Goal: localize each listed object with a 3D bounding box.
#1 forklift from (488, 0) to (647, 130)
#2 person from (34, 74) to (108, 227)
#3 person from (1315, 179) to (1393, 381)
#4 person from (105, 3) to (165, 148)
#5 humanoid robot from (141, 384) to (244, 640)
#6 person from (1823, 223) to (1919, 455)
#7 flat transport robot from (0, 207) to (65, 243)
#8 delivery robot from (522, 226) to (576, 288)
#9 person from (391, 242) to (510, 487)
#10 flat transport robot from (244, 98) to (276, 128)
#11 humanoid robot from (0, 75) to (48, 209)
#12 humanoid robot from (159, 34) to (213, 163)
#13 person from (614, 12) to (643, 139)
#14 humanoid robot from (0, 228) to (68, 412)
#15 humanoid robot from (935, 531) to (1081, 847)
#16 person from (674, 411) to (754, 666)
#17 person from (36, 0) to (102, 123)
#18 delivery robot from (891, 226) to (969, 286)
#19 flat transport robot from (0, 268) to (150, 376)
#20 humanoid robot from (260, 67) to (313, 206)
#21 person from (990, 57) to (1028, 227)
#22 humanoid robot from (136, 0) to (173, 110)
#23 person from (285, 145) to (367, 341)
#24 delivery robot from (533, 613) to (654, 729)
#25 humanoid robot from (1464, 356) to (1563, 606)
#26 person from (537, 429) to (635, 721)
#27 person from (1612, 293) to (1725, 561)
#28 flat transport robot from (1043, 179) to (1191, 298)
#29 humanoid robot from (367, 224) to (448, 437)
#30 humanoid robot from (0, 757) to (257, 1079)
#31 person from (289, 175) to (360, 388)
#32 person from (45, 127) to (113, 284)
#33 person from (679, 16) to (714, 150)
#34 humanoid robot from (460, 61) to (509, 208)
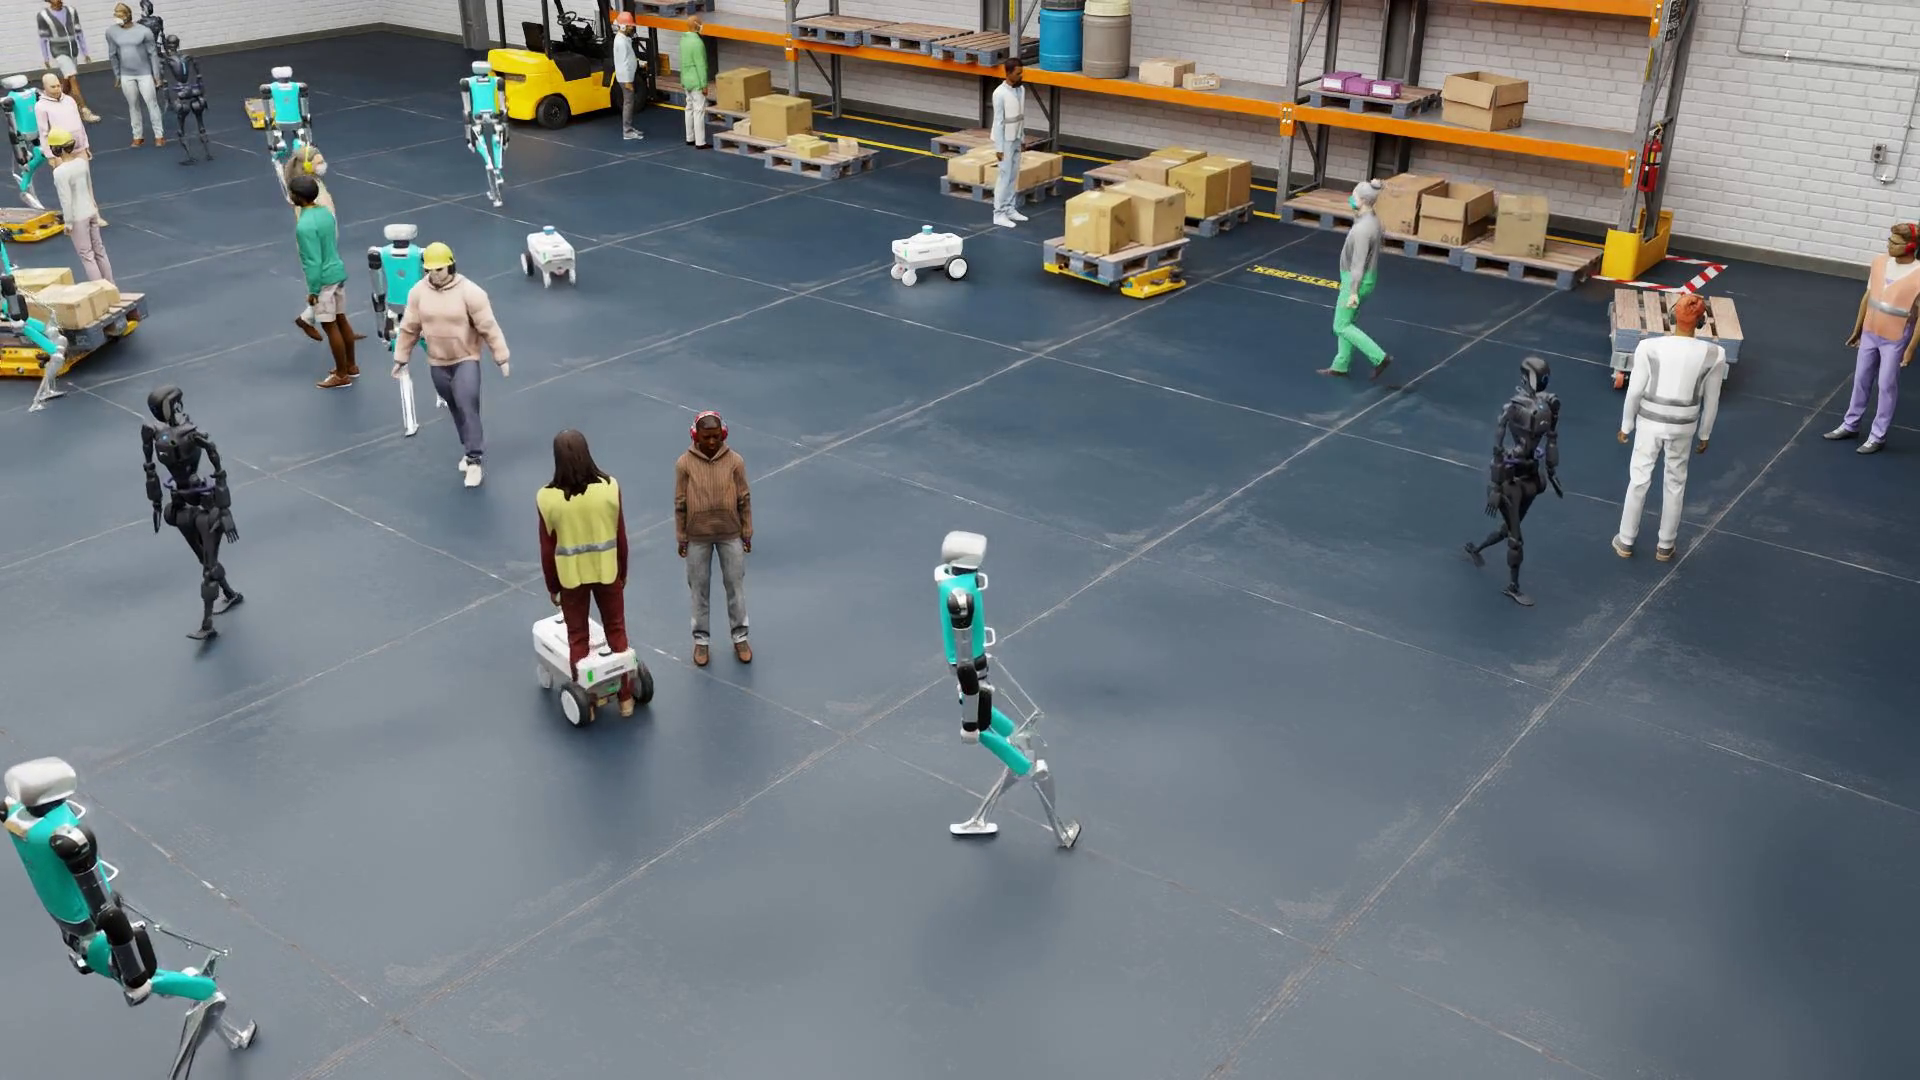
[{"bbox_3d":[-5.874,-7.334,24.552,1.214,2.155,2.313,19,32,34],"label":"forklift"},{"bbox_3d":[-10.229,-4.437,19.030,0.409,1.775,0.537,15,30,28],"label":"person"},{"bbox_3d":[3.492,-2.239,14.423,0.617,1.821,0.519,12,28,24],"label":"person"},{"bbox_3d":[-11.318,-6.386,22.882,0.628,1.937,0.378,-4,26,-8],"label":"person"},{"bbox_3d":[-4.822,-0.194,10.378,0.613,1.629,0.713,6,26,13],"label":"humanoid robot"},{"bbox_3d":[7.271,-1.584,13.042,0.373,1.840,0.568,-10,27,-19],"label":"person"},{"bbox_3d":[-11.021,-3.618,19.063,1.431,0.231,0.659,4,26,8],"label":"flat transport robot"},{"bbox_3d":[-4.290,-2.986,17.445,0.499,0.612,0.810,-12,28,-24],"label":"delivery robot"},{"bbox_3d":[-3.842,-1.316,12.486,0.816,1.838,0.795,4,26,8],"label":"person"},{"bbox_3d":[-10.240,-6.373,24.768,0.659,0.231,1.431,-12,28,-23],"label":"flat transport robot"},{"bbox_3d":[-10.814,-4.464,19.153,0.889,1.779,0.571,10,27,19],"label":"humanoid robot"},{"bbox_3d":[-10.265,-5.853,22.068,0.385,1.641,0.593,18,31,33],"label":"humanoid robot"},{"bbox_3d":[-4.670,-6.537,23.420,0.351,1.737,0.571,-4,26,-9],"label":"person"},{"bbox_3d":[-7.808,-1.983,13.974,0.696,1.784,0.536,-22,33,-37],"label":"humanoid robot"},{"bbox_3d":[0.305,0.809,8.287,0.863,1.842,0.548,-1,26,-2],"label":"humanoid robot"},{"bbox_3d":[-1.476,-0.022,10.032,0.462,1.648,0.327,-4,26,-9],"label":"person"},{"bbox_3d":[-13.215,-7.186,24.492,1.059,1.990,0.594,13,29,25],"label":"person"},{"bbox_3d":[-0.323,-2.989,17.449,0.813,0.609,0.499,-13,29,-25],"label":"delivery robot"},{"bbox_3d":[-8.290,-1.835,15.371,0.659,0.231,1.431,2,26,4],"label":"flat transport robot"},{"bbox_3d":[-7.949,-4.739,19.694,0.556,1.730,1.033,-15,29,-28],"label":"humanoid robot"},{"bbox_3d":[0.560,-4.610,19.236,0.400,1.909,0.606,14,29,26],"label":"person"},{"bbox_3d":[-12.268,-7.383,25.311,0.785,1.631,0.613,9,27,18],"label":"humanoid robot"},{"bbox_3d":[-5.913,-2.713,15.365,0.496,1.862,0.559,-4,26,-8],"label":"person"},{"bbox_3d":[-2.187,0.720,9.766,0.499,0.608,0.801,-21,33,-36],"label":"delivery robot"},{"bbox_3d":[3.640,-0.439,10.922,0.593,1.655,0.738,-13,29,-25],"label":"humanoid robot"},{"bbox_3d":[-2.100,0.223,9.391,0.477,1.763,0.373,-8,27,-16],"label":"person"},{"bbox_3d":[4.788,-0.756,11.281,0.584,1.882,0.339,7,27,15],"label":"person"},{"bbox_3d":[1.620,-2.827,17.425,0.659,0.231,1.431,-21,33,-37],"label":"flat transport robot"},{"bbox_3d":[-4.445,-1.797,13.649,0.560,1.787,0.949,-3,26,-6],"label":"humanoid robot"},{"bbox_3d":[-3.231,1.584,6.710,0.544,1.878,0.829,17,31,31],"label":"humanoid robot"},{"bbox_3d":[-5.482,-2.227,14.366,0.399,1.850,0.491,1,26,3],"label":"person"},{"bbox_3d":[-8.718,-3.187,16.449,0.309,1.768,0.531,0,26,1],"label":"person"},{"bbox_3d":[-3.633,-6.281,22.846,0.385,1.776,0.546,-17,30,-31],"label":"person"},{"bbox_3d":[-5.560,-4.740,19.753,0.549,1.761,1.043,-11,28,-22],"label":"humanoid robot"}]
